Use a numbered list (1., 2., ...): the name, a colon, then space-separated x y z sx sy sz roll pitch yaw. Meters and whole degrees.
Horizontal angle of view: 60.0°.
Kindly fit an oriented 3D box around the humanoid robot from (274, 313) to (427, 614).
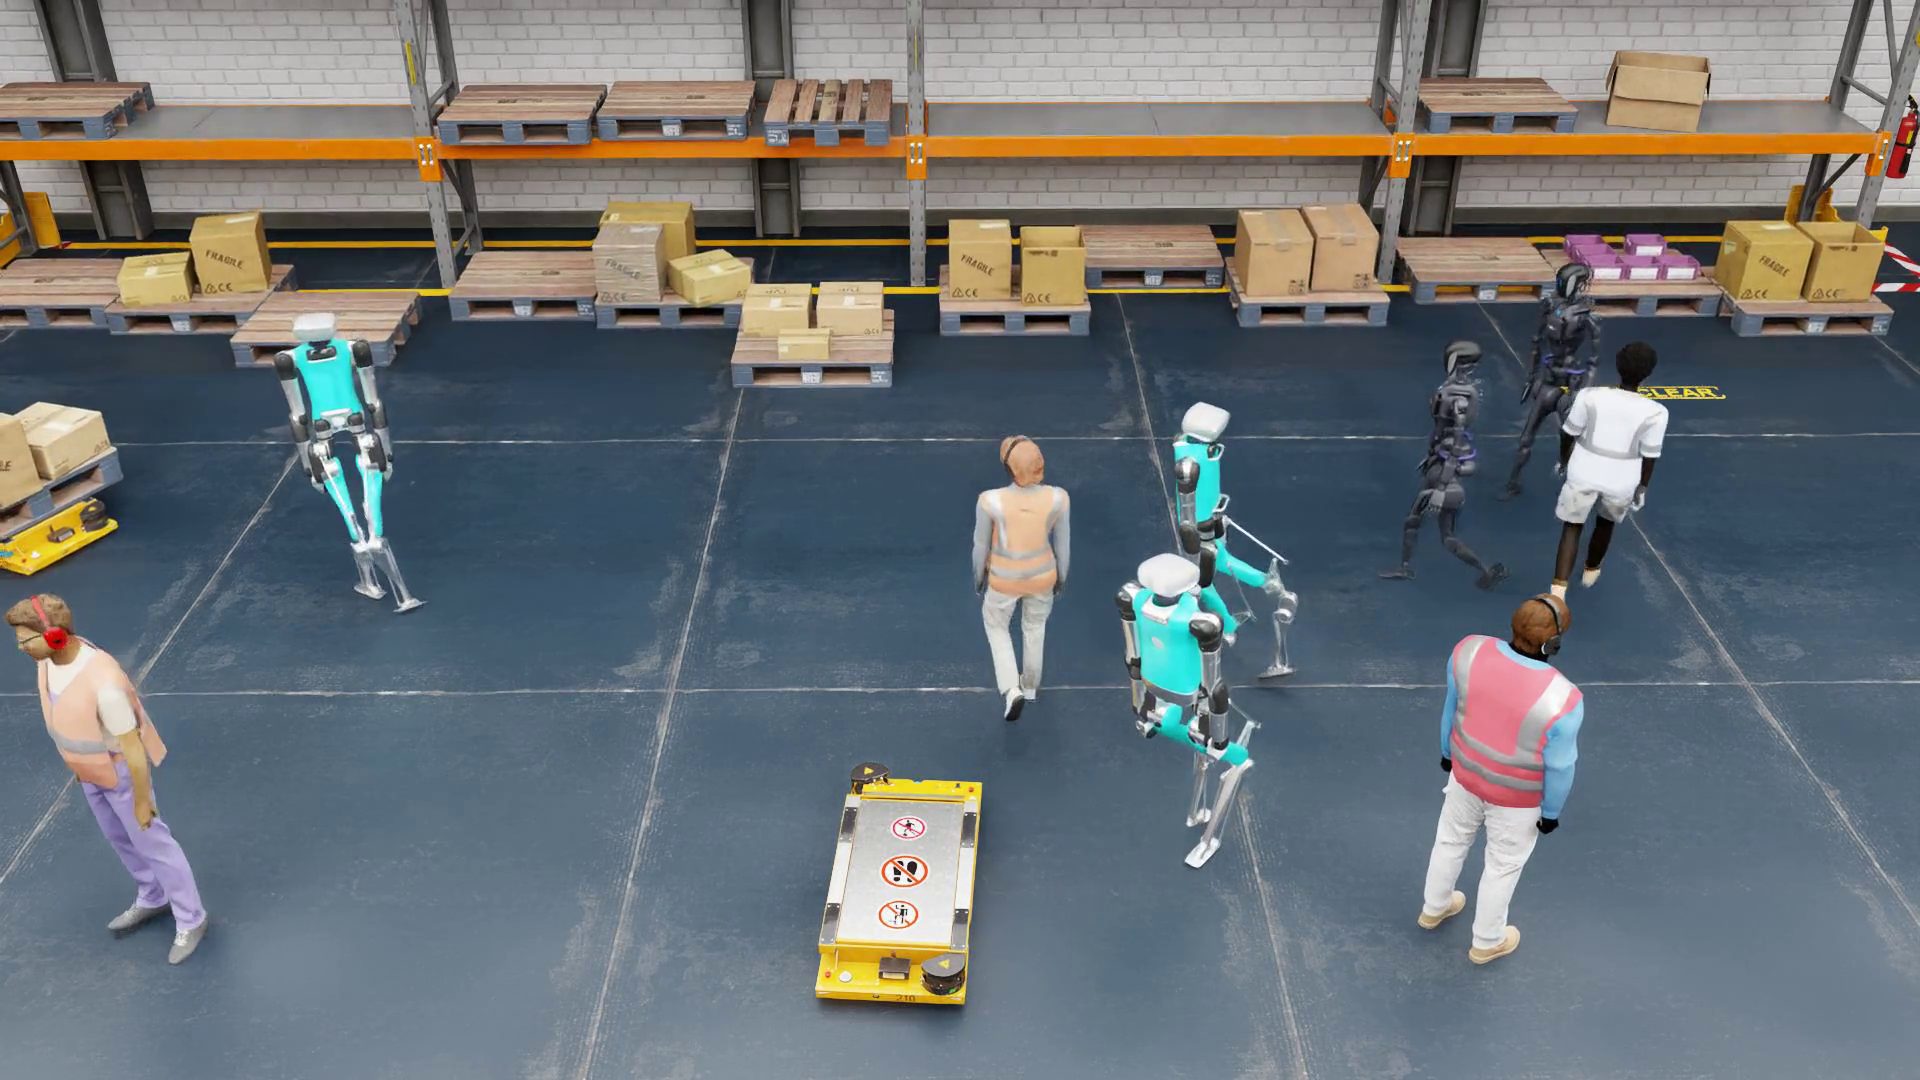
1. humanoid robot: -3.503 -0.360 9.586 0.598 1.775 0.862 -10 32 -16

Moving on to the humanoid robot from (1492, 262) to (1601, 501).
1. humanoid robot: 3.886 -0.983 10.717 0.621 1.644 0.622 -13 33 -20

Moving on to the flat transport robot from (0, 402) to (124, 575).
1. flat transport robot: -6.183 -0.160 10.677 1.431 0.231 0.659 15 34 23

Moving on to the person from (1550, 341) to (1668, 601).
1. person: 3.709 -0.338 9.617 0.561 1.661 0.800 14 34 21

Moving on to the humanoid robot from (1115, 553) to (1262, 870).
1. humanoid robot: 1.129 0.770 7.760 0.569 1.817 0.854 25 39 35

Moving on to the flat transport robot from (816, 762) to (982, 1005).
1. flat transport robot: -0.258 1.576 7.787 0.659 0.231 1.431 2 31 3

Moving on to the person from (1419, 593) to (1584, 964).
1. person: 2.345 1.023 7.197 0.431 1.836 0.629 -24 38 -34

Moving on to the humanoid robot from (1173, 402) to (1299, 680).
1. humanoid robot: 1.502 0.126 8.832 1.050 1.768 0.579 11 33 17

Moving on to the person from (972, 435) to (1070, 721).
1. person: 0.335 0.239 8.696 0.527 1.620 0.523 -5 31 -9

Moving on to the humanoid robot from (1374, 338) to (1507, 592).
1. humanoid robot: 2.931 -0.433 9.796 0.709 1.628 0.584 3 31 5

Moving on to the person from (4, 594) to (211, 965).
1. person: -3.654 1.010 7.218 0.612 1.828 0.387 20 36 30
